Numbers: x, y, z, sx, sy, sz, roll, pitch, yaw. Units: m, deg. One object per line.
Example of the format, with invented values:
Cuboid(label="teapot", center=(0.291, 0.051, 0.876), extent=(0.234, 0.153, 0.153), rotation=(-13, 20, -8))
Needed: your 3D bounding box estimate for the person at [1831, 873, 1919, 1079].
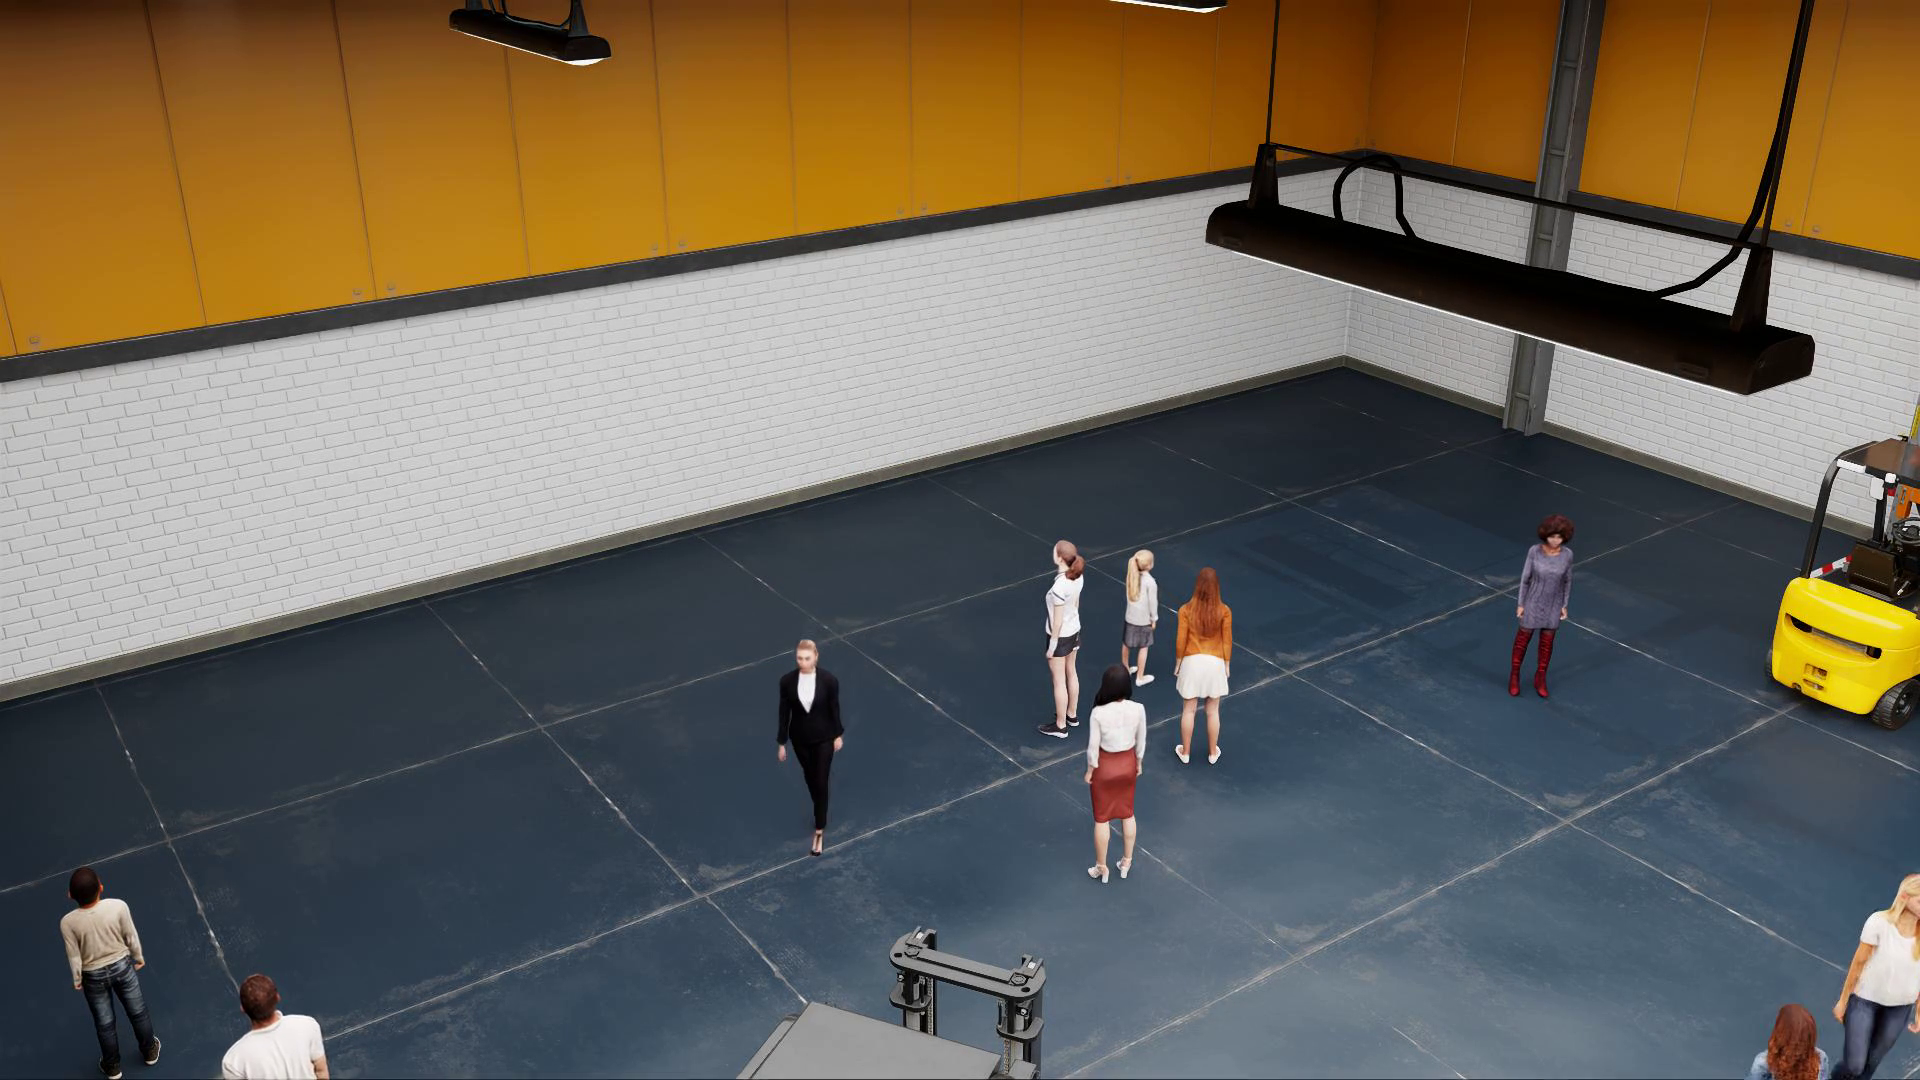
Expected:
Cuboid(label="person", center=(5.313, 2.655, 9.700), extent=(0.723, 1.796, 0.764), rotation=(1, 24, 3))

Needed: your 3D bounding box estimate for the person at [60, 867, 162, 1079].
Cuboid(label="person", center=(-5.211, 2.633, 10.164), extent=(0.553, 1.464, 0.493), rotation=(-16, 28, -33))

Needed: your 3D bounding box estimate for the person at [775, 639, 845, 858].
Cuboid(label="person", center=(-1.098, 1.477, 12.547), extent=(0.972, 1.675, 1.057), rotation=(2, 24, 4))

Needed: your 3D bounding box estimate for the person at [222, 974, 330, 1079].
Cuboid(label="person", center=(-3.513, 3.064, 8.694), extent=(0.693, 1.853, 0.598), rotation=(-20, 31, -39))

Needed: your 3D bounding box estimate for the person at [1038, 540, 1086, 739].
Cuboid(label="person", center=(0.875, 0.816, 13.963), extent=(0.669, 1.752, 0.644), rotation=(14, 27, 29))

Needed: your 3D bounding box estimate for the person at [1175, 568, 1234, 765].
Cuboid(label="person", center=(1.975, 1.028, 13.515), extent=(0.705, 1.723, 0.750), rotation=(2, 24, 4))

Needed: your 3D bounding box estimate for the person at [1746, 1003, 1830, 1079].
Cuboid(label="person", center=(4.429, 3.172, 8.927), extent=(0.714, 1.468, 0.758), rotation=(-3, 24, -7))

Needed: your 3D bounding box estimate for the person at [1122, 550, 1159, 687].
Cuboid(label="person", center=(1.603, 0.676, 14.881), extent=(0.564, 1.273, 0.455), rotation=(-18, 29, -35))

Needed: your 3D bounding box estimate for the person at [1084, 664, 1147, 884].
Cuboid(label="person", center=(1.109, 1.682, 11.982), extent=(0.654, 1.751, 0.611), rotation=(-7, 25, -16))

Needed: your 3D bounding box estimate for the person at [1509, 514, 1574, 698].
Cuboid(label="person", center=(5.100, 0.568, 14.580), extent=(0.647, 1.711, 0.697), rotation=(3, 24, 7))
